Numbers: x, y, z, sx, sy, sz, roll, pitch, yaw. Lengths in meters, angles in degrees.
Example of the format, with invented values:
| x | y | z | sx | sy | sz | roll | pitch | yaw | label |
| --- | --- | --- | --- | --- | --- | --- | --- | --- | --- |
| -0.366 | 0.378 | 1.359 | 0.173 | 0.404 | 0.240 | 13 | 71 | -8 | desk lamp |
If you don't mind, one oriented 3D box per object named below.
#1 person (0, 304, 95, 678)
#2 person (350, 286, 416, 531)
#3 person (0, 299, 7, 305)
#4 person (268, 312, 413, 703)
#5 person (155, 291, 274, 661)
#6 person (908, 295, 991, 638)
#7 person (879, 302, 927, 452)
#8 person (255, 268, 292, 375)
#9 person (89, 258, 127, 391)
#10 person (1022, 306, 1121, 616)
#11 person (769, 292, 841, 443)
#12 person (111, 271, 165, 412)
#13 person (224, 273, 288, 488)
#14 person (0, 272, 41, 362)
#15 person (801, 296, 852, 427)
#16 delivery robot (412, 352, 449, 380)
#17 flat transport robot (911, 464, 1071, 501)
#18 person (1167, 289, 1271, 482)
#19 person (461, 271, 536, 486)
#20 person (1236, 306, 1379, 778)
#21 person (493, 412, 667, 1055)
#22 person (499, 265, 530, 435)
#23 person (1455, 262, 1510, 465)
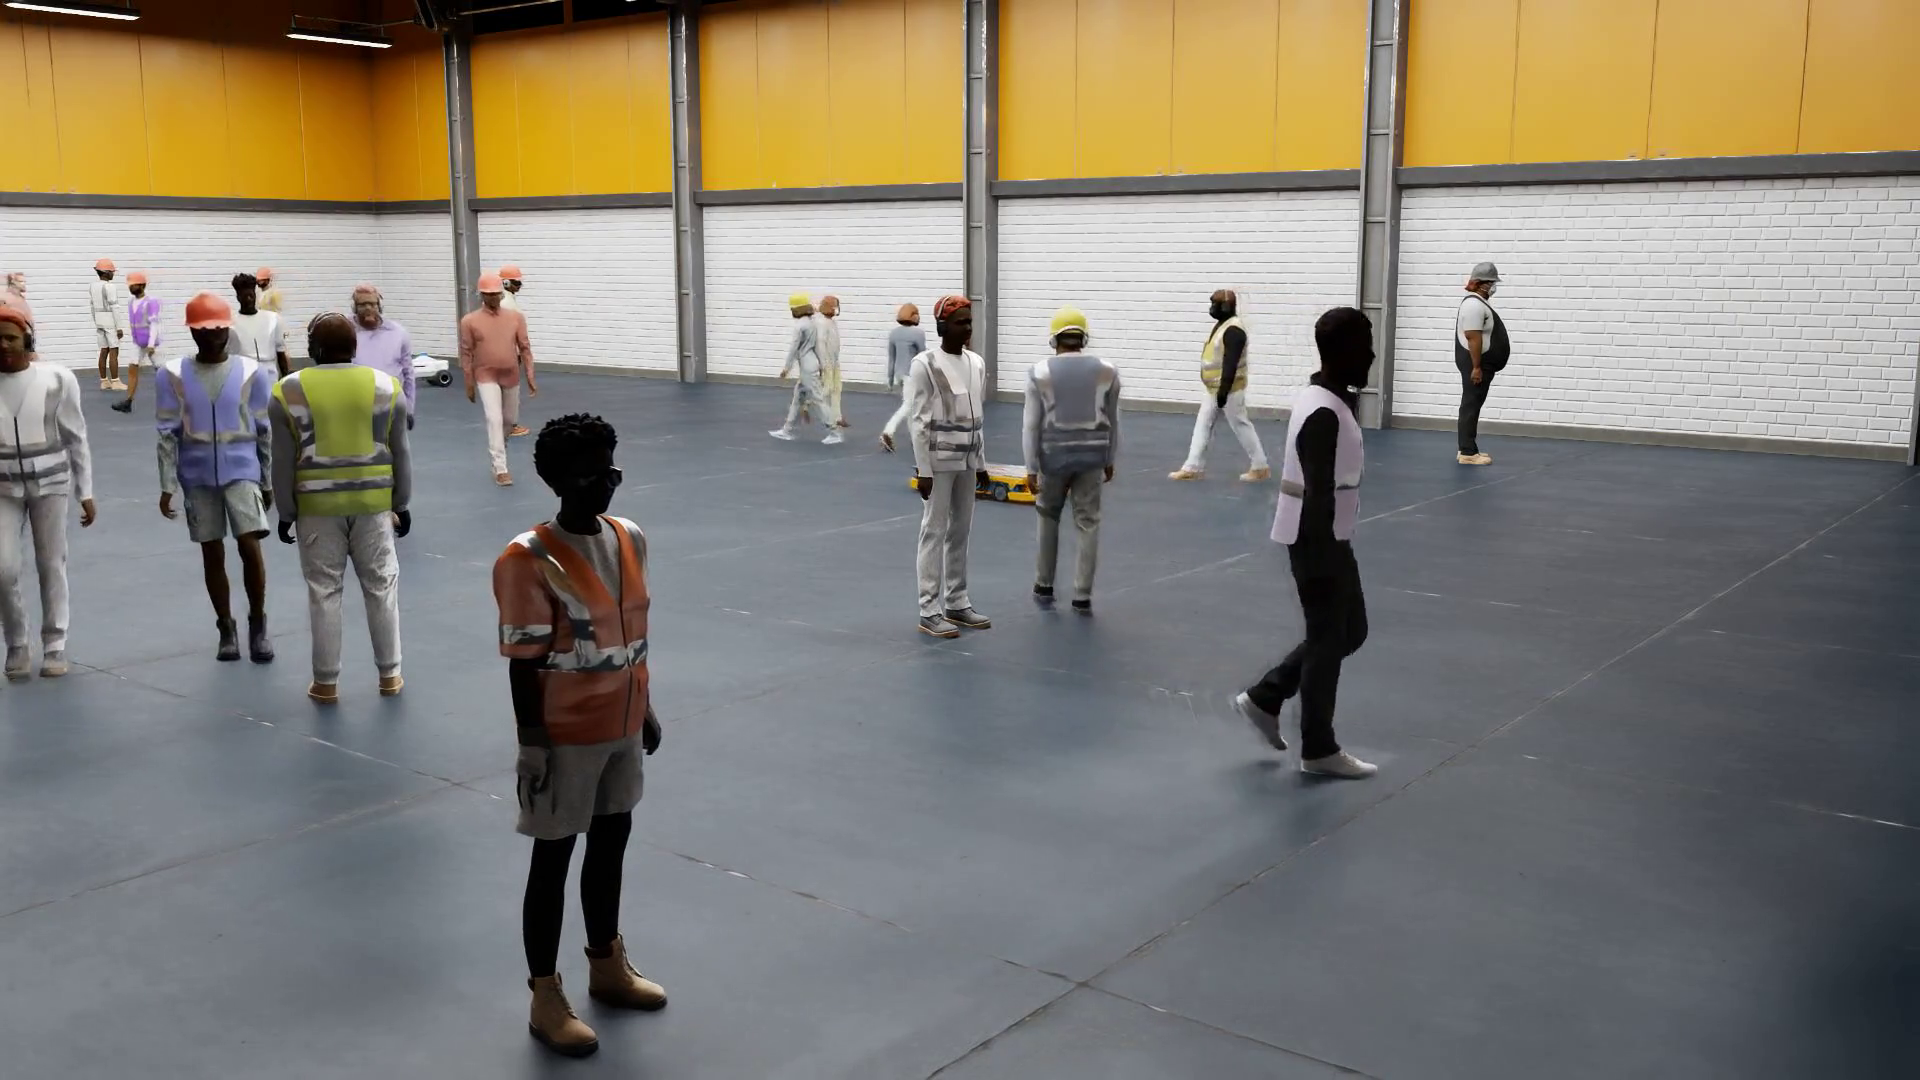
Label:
| x | y | z | sx | sy | sz | roll | pitch | yaw | label |
| --- | --- | --- | --- | --- | --- | --- | --- | --- | --- |
| -4.632 | -0.227 | 8.236 | 0.616 | 1.865 | 0.470 | -5 | 11 | -26 | person |
| -4.452 | -0.981 | 12.623 | 0.664 | 1.856 | 0.975 | -4 | 11 | -23 | person |
| -10.776 | -1.889 | 18.601 | 0.528 | 1.619 | 0.512 | -3 | 10 | -14 | person |
| -2.912 | -0.151 | 7.865 | 0.633 | 1.842 | 0.429 | -5 | 11 | -28 | person |
| -3.800 | -0.305 | 8.521 | 0.554 | 1.919 | 0.571 | -4 | 10 | -20 | person |
| -0.043 | -0.411 | 9.259 | 0.356 | 1.883 | 0.573 | 8 | 12 | 38 | person |
| -0.607 | -1.751 | 17.872 | 0.806 | 1.603 | 0.495 | -9 | 14 | -44 | person |
| -11.277 | -3.457 | 27.011 | 0.561 | 1.878 | 1.034 | 7 | 12 | 36 | person |
| -13.156 | -3.320 | 25.727 | 0.613 | 2.043 | 0.374 | 6 | 11 | 29 | person |
| 0.653 | -0.484 | 9.914 | 0.604 | 1.800 | 0.770 | -1 | 10 | -4 | person |
| -1.721 | -1.910 | 18.543 | 0.885 | 1.687 | 0.495 | 2 | 10 | 10 | person |
| -10.986 | -2.663 | 22.364 | 0.565 | 1.883 | 0.984 | 4 | 11 | 23 | person |
| -6.440 | -1.455 | 15.142 | 0.624 | 1.944 | 0.609 | -7 | 12 | -36 | person |
| -12.828 | -2.738 | 22.872 | 0.971 | 1.862 | 0.649 | -2 | 10 | -14 | person |
| -1.642 | -2.178 | 20.324 | 0.585 | 1.614 | 0.503 | 3 | 10 | 18 | person |
| -8.519 | -2.745 | 26.435 | 0.707 | 0.478 | 0.477 | -7 | 12 | -35 | delivery robot |
| 0.310 | -0.527 | 14.619 | 1.431 | 0.197 | 0.652 | 8 | 13 | 40 | flat transport robot |
| 2.459 | -1.415 | 15.368 | 0.950 | 1.798 | 0.641 | -1 | 10 | -6 | person |
| -4.318 | -1.518 | 15.497 | 0.615 | 1.965 | 0.943 | -6 | 11 | -31 | person |
| 1.439 | 0.018 | 6.686 | 0.487 | 1.906 | 0.620 | 3 | 10 | 15 | person |
| -1.004 | 0.502 | 4.479 | 0.316 | 1.695 | 0.541 | 5 | 11 | 28 | person |
| -5.234 | -2.215 | 19.481 | 0.423 | 1.985 | 0.630 | -1 | 10 | -8 | person |
| 5.279 | -1.790 | 16.823 | 0.537 | 2.000 | 0.689 | 3 | 10 | 15 | person |
